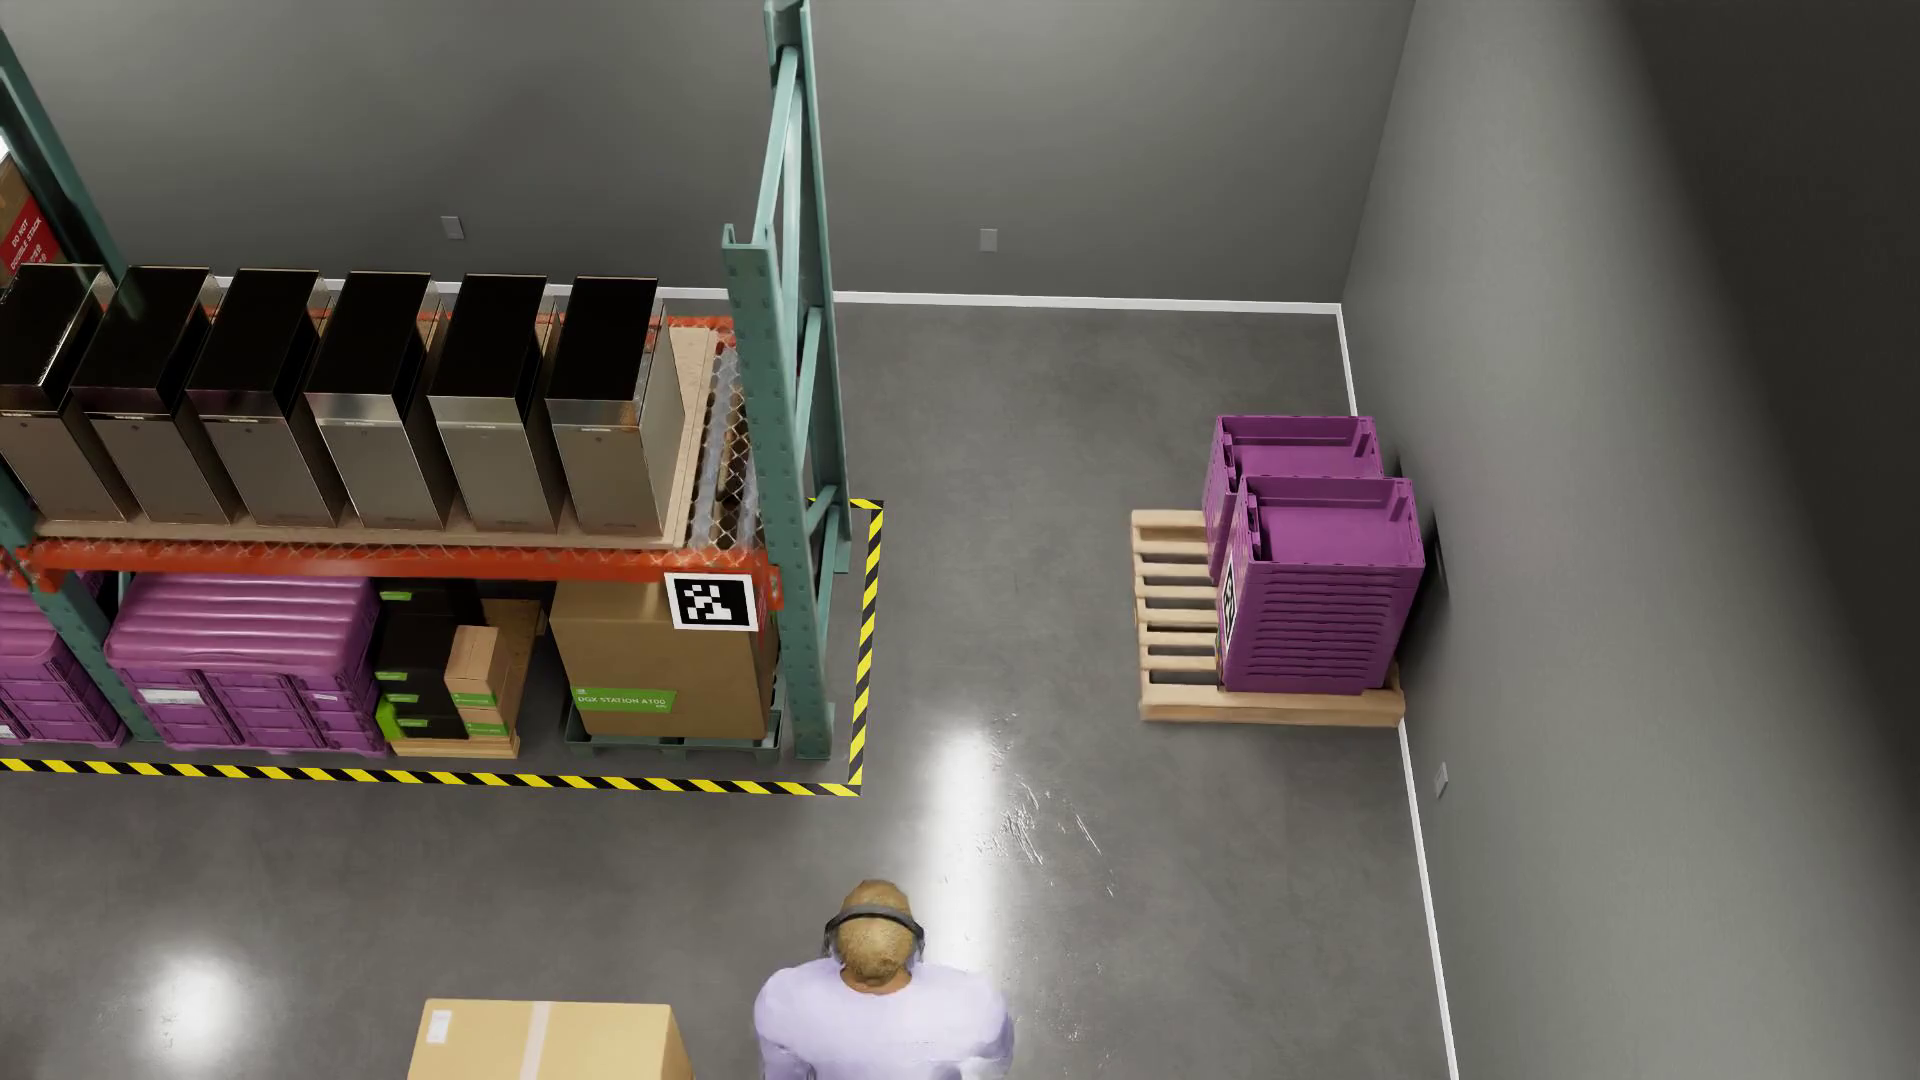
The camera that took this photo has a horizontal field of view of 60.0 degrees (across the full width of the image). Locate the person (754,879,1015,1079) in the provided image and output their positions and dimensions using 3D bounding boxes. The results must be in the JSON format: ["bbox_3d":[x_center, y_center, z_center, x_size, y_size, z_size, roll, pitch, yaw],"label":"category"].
[{"bbox_3d":[-0.173,1.407,4.613,0.647,1.898,0.908,7,52,5],"label":"person"}]
